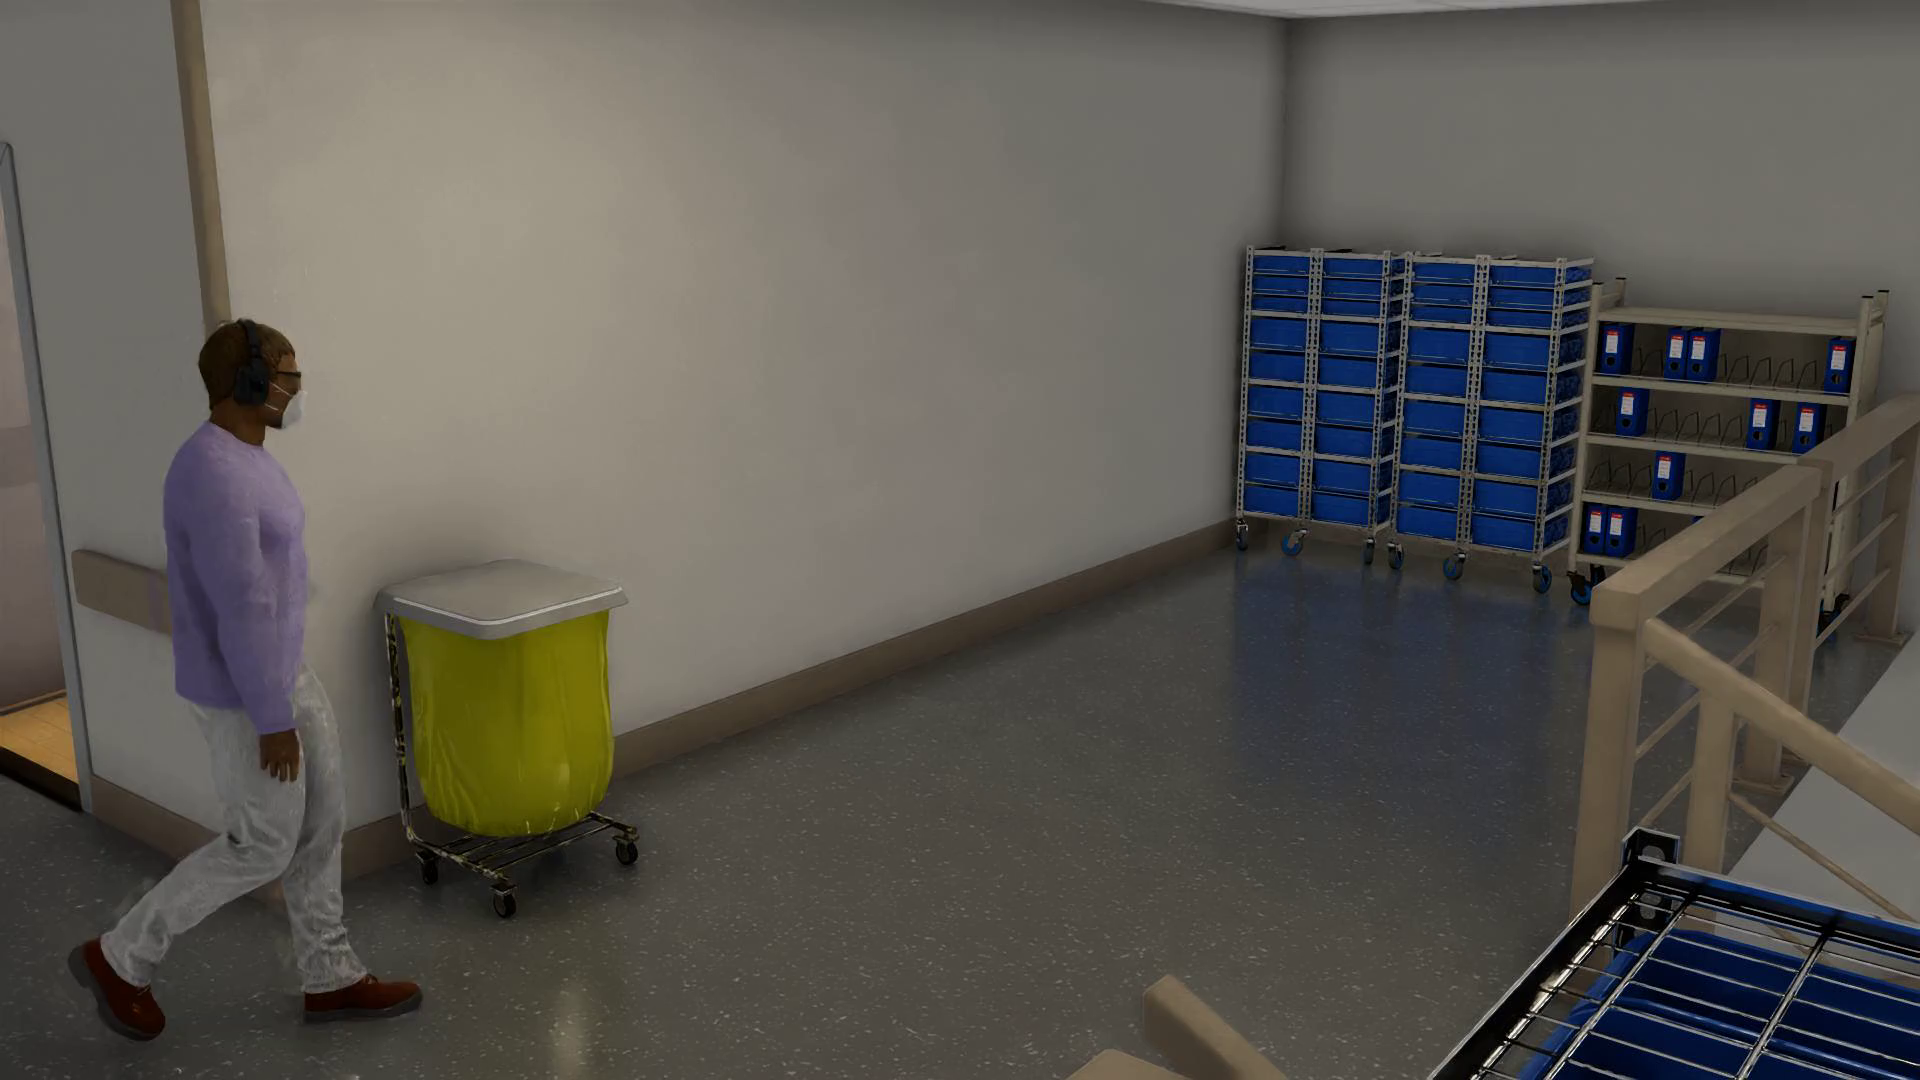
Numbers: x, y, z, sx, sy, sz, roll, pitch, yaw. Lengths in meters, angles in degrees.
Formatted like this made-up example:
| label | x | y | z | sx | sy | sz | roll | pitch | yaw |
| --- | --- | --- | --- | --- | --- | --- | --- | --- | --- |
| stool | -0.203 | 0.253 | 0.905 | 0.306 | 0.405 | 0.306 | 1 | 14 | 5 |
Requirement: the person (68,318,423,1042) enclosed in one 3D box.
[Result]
| label | x | y | z | sx | sy | sz | roll | pitch | yaw |
| --- | --- | --- | --- | --- | --- | --- | --- | --- | --- |
| person | -1.885 | 0.389 | 4.284 | 0.740 | 1.914 | 0.644 | -3 | 14 | -13 |
